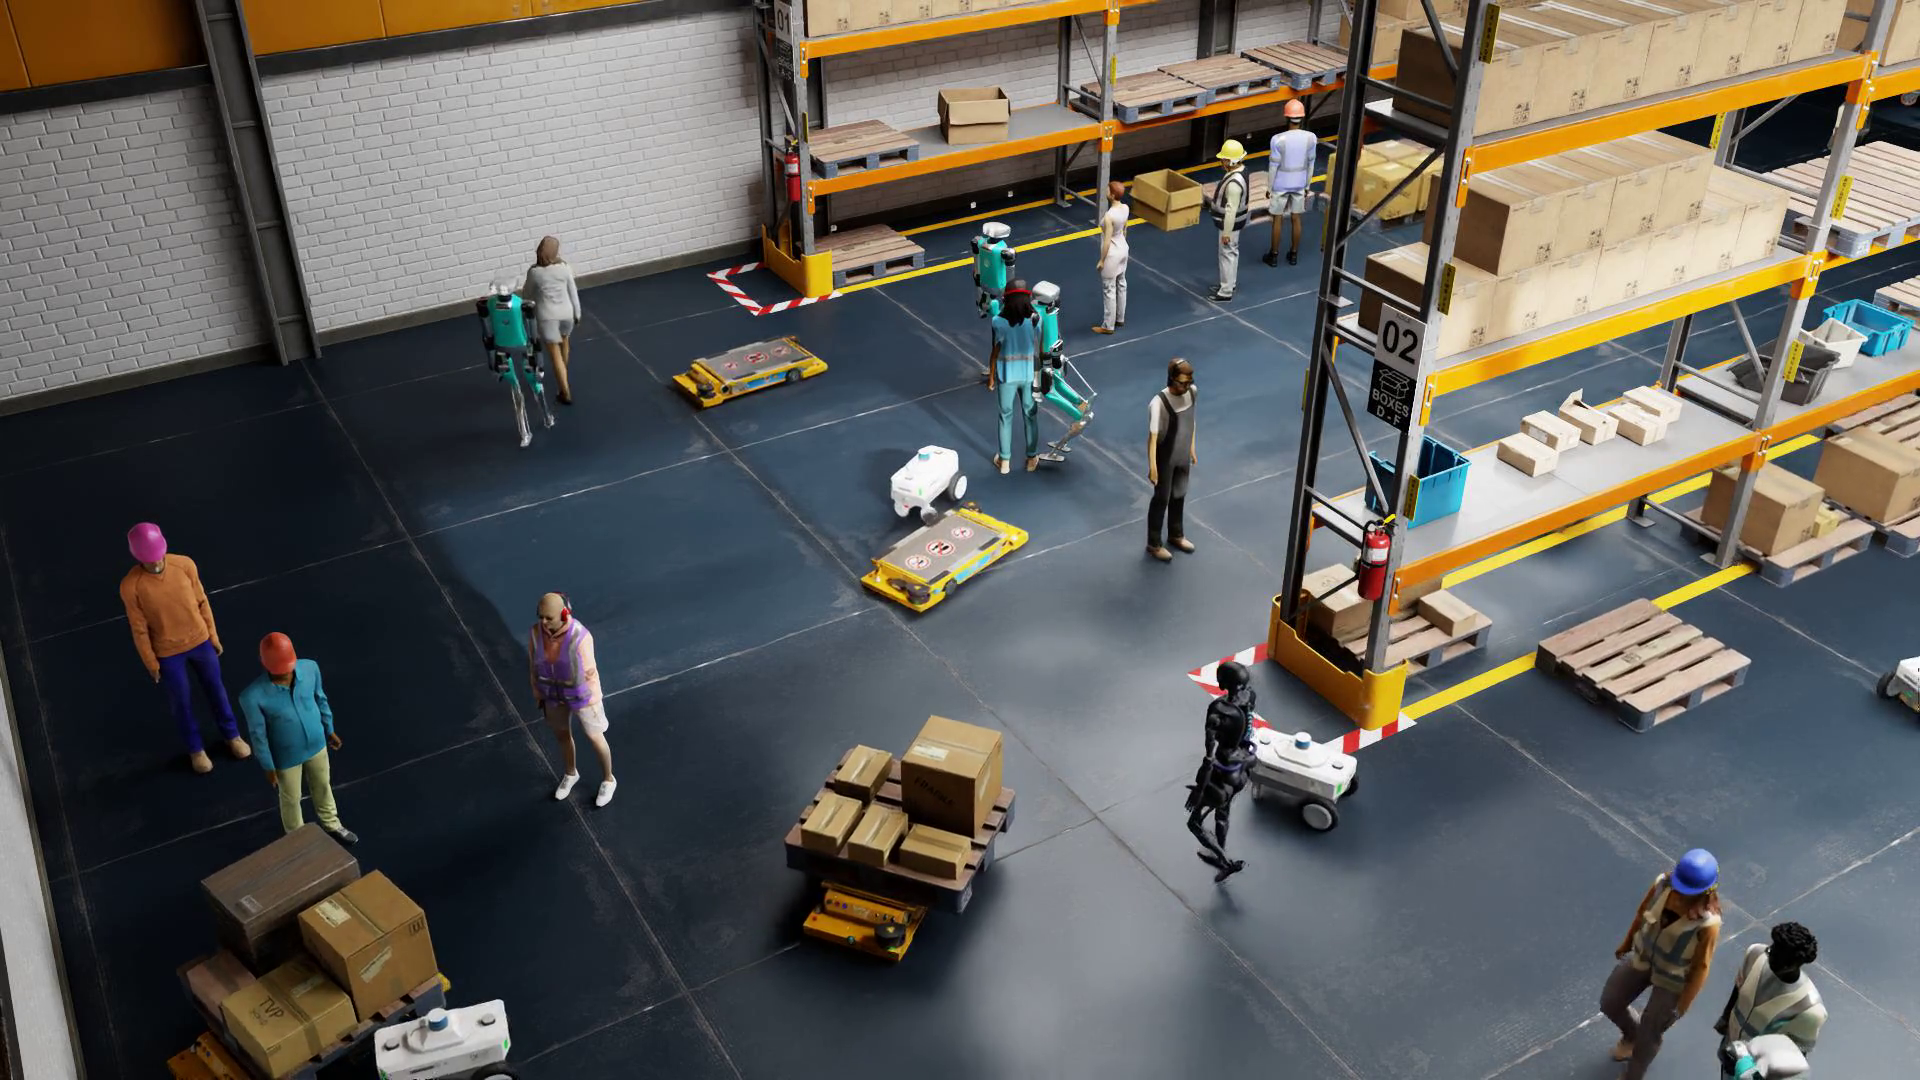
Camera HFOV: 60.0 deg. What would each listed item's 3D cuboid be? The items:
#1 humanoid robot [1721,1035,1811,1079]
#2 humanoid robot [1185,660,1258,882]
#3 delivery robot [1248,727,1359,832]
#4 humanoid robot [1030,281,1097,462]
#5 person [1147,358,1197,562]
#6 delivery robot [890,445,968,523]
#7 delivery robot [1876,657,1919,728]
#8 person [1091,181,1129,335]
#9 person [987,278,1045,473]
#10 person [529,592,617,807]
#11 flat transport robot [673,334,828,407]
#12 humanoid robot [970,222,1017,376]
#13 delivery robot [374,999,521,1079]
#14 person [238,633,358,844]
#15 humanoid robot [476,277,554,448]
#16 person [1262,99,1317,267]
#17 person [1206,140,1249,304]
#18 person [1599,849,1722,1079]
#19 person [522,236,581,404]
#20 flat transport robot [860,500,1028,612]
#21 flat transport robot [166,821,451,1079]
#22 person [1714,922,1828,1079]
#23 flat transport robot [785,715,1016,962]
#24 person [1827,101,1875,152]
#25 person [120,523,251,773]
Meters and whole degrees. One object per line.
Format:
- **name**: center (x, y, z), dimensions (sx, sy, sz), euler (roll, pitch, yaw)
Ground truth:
- **humanoid robot**: center (3.913, 3.004, 7.931), dimensions (0.772, 1.786, 0.545), euler (-8, 33, -13)
- **humanoid robot**: center (1.682, 1.448, 10.441), dimensions (0.377, 1.646, 0.610), euler (23, 39, 32)
- **delivery robot**: center (2.334, 1.587, 11.300), dimensions (0.782, 0.611, 0.510), euler (17, 36, 25)
- **humanoid robot**: center (0.950, -1.470, 14.918), dimensions (0.735, 1.681, 0.533), euler (16, 35, 24)
- **person**: center (1.747, -0.671, 13.685), dimensions (0.520, 1.834, 0.364), euler (-24, 39, -33)
- **delivery robot**: center (-0.290, -0.535, 14.660), dimensions (0.524, 0.587, 0.754), euler (16, 36, 24)
- **delivery robot**: center (7.207, 1.030, 12.161), dimensions (0.783, 0.584, 0.499), euler (-9, 33, -14)
- **person**: center (1.603, -2.983, 17.527), dimensions (0.284, 1.662, 0.447), euler (20, 37, 29)
- **person**: center (0.510, -1.459, 14.905), dimensions (0.524, 1.869, 0.391), euler (-3, 32, -5)
- **person**: center (-2.601, 1.049, 11.079), dimensions (0.486, 1.685, 0.355), euler (7, 33, 11)
- **flat transport robot**: center (-2.121, -1.722, 16.831), dimensions (1.431, 0.231, 0.659), euler (-21, 38, -29)
- **humanoid robot**: center (0.486, -2.385, 16.379), dimensions (0.533, 1.677, 0.735), euler (27, 41, 36)
- **delivery robot**: center (-2.829, 2.859, 9.272), dimensions (0.784, 0.612, 0.521), euler (-11, 34, -16)
- **person**: center (-4.205, 1.318, 10.591), dimensions (0.335, 1.744, 0.560), euler (21, 38, 29)
- **humanoid robot**: center (-4.047, -1.678, 15.437), dimensions (0.539, 1.851, 0.881), euler (0, 32, 1)
- **person**: center (3.750, -4.068, 19.005), dimensions (0.542, 1.935, 0.357), euler (-5, 32, -8)
- **person**: center (2.934, -3.479, 18.175), dimensions (0.403, 1.824, 0.594), euler (8, 33, 13)
- **person**: center (3.773, 2.323, 8.969), dimensions (0.443, 1.754, 0.505), euler (-15, 35, -23)
- **person**: center (-4.014, -2.210, 16.313), dimensions (0.510, 1.614, 0.825), euler (-18, 36, -26)
- **flat transport robot**: center (-0.117, 0.120, 13.892), dimensions (0.659, 0.231, 1.431), euler (23, 39, 32)
- **flat transport robot**: center (-3.765, 2.779, 9.652), dimensions (0.659, 0.231, 1.431), euler (26, 41, 35)
- **person**: center (4.122, 2.613, 8.580), dimensions (0.318, 1.691, 0.535), euler (-9, 33, -14)
- **flat transport robot**: center (-0.408, 2.092, 10.748), dimensions (0.659, 0.231, 1.431), euler (12, 34, 18)
- **person**: center (10.687, -4.687, 20.080), dimensions (0.565, 1.841, 0.390), euler (-18, 36, -26)
- **person**: center (-5.319, 0.719, 11.342), dimensions (0.516, 1.973, 0.403), euler (-27, 41, -36)
